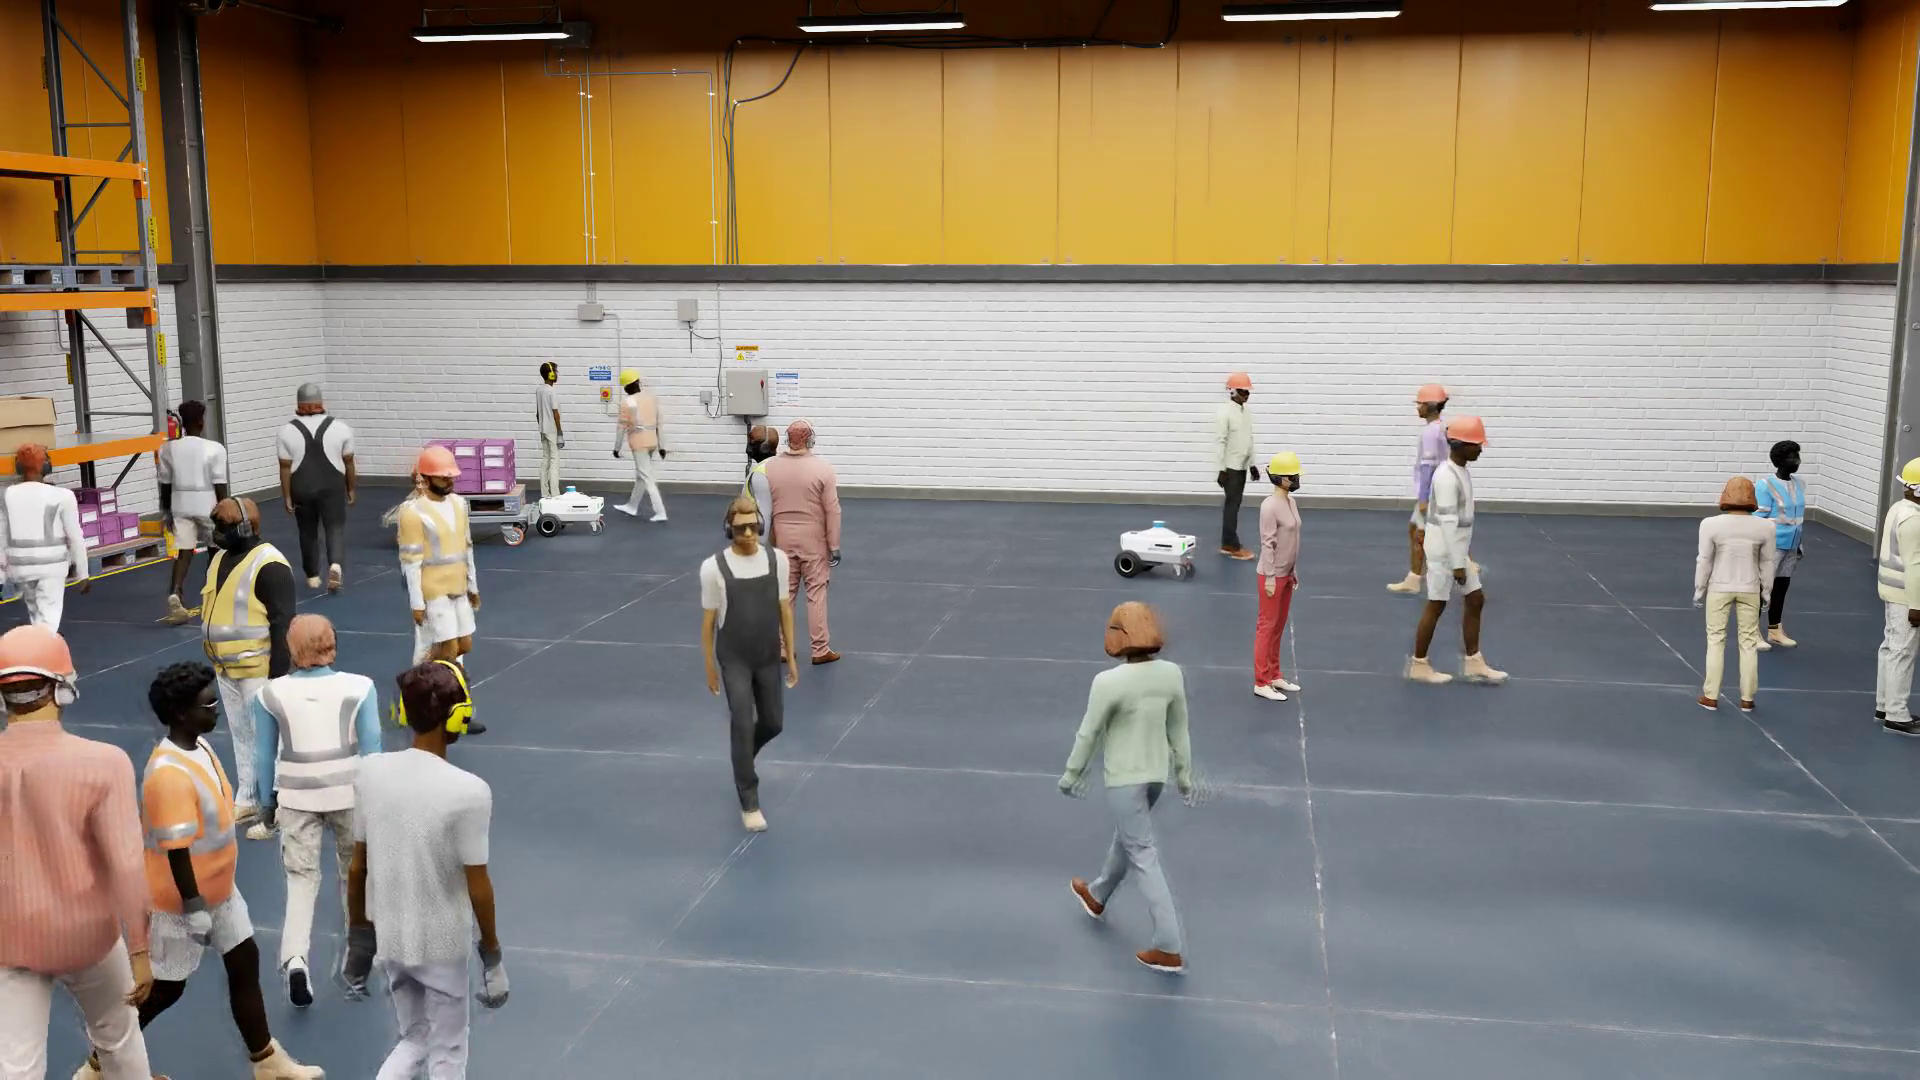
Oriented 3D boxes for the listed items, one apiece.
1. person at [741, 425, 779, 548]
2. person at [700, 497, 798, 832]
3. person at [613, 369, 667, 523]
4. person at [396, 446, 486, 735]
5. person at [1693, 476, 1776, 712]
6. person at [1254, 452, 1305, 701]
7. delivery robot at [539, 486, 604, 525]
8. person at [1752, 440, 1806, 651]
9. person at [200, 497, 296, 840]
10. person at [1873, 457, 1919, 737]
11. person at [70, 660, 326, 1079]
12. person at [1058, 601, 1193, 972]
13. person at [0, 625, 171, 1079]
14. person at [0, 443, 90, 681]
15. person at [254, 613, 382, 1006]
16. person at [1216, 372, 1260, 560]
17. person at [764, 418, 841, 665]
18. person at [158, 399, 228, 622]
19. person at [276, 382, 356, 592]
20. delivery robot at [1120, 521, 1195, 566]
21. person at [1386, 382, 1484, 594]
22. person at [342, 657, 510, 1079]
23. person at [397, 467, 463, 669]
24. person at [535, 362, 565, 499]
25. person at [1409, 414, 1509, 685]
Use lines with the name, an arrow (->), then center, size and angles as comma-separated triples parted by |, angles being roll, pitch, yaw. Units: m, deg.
person -> -1.539, 0.013, 13.091 | 0.429, 1.846, 0.633 | 1, 9, 7
person -> -1.190, 0.647, 9.233 | 0.521, 1.823, 0.720 | -4, 10, -26
person -> -3.922, -1.141, 20.216 | 0.887, 1.858, 0.604 | 5, 10, 27
person -> -3.468, 0.319, 10.985 | 0.703, 1.916, 0.557 | 4, 10, 23
person -> 5.349, 0.374, 11.512 | 0.507, 1.631, 0.273 | 2, 9, 14
person -> 2.291, 0.248, 11.881 | 0.313, 1.769, 0.523 | 5, 11, 29
delivery robot -> -4.485, -0.377, 19.214 | 0.707, 0.478, 0.477 | -1, 9, -4
person -> 6.580, 0.041, 13.378 | 0.541, 1.697, 0.316 | -4, 10, -25
person -> -3.837, 0.681, 8.959 | 0.636, 1.842, 0.429 | 7, 11, 37
person -> 6.272, 0.363, 10.958 | 0.403, 1.835, 0.588 | 3, 10, 20
person -> -2.812, 1.247, 5.976 | 0.831, 1.664, 0.535 | -2, 9, -10
person -> 0.732, 1.059, 7.422 | 0.518, 1.580, 0.894 | -7, 12, -39
person -> -2.852, 1.226, 5.277 | 0.644, 1.935, 1.013 | -1, 9, -9
person -> -6.525, 0.234, 11.772 | 0.595, 1.842, 0.979 | -1, 9, -4
person -> -2.700, 1.116, 7.010 | 0.522, 1.612, 0.742 | -2, 9, -12
person -> 2.959, -0.796, 17.691 | 0.440, 1.995, 0.619 | 6, 11, 34
person -> -1.212, 0.014, 12.881 | 0.651, 1.913, 0.410 | 3, 10, 17
person -> -6.717, -0.261, 14.561 | 0.603, 1.934, 0.917 | -1, 9, -4
person -> -6.094, -0.518, 15.782 | 0.685, 2.000, 0.899 | -3, 10, -20
delivery robot -> 1.970, 0.053, 16.545 | 0.707, 0.478, 0.477 | 5, 10, 27
person -> 4.446, -0.454, 15.460 | 0.820, 2.018, 0.617 | 4, 10, 24
person -> -1.697, 1.291, 5.165 | 0.552, 1.843, 0.535 | 4, 10, 22
person -> -3.857, 0.261, 12.189 | 0.514, 1.641, 0.315 | 1, 9, 8
person -> -5.319, -1.384, 21.685 | 0.328, 1.872, 0.512 | -9, 13, -43
person -> 3.685, 0.097, 12.059 | 0.848, 2.008, 0.627 | 5, 10, 27
